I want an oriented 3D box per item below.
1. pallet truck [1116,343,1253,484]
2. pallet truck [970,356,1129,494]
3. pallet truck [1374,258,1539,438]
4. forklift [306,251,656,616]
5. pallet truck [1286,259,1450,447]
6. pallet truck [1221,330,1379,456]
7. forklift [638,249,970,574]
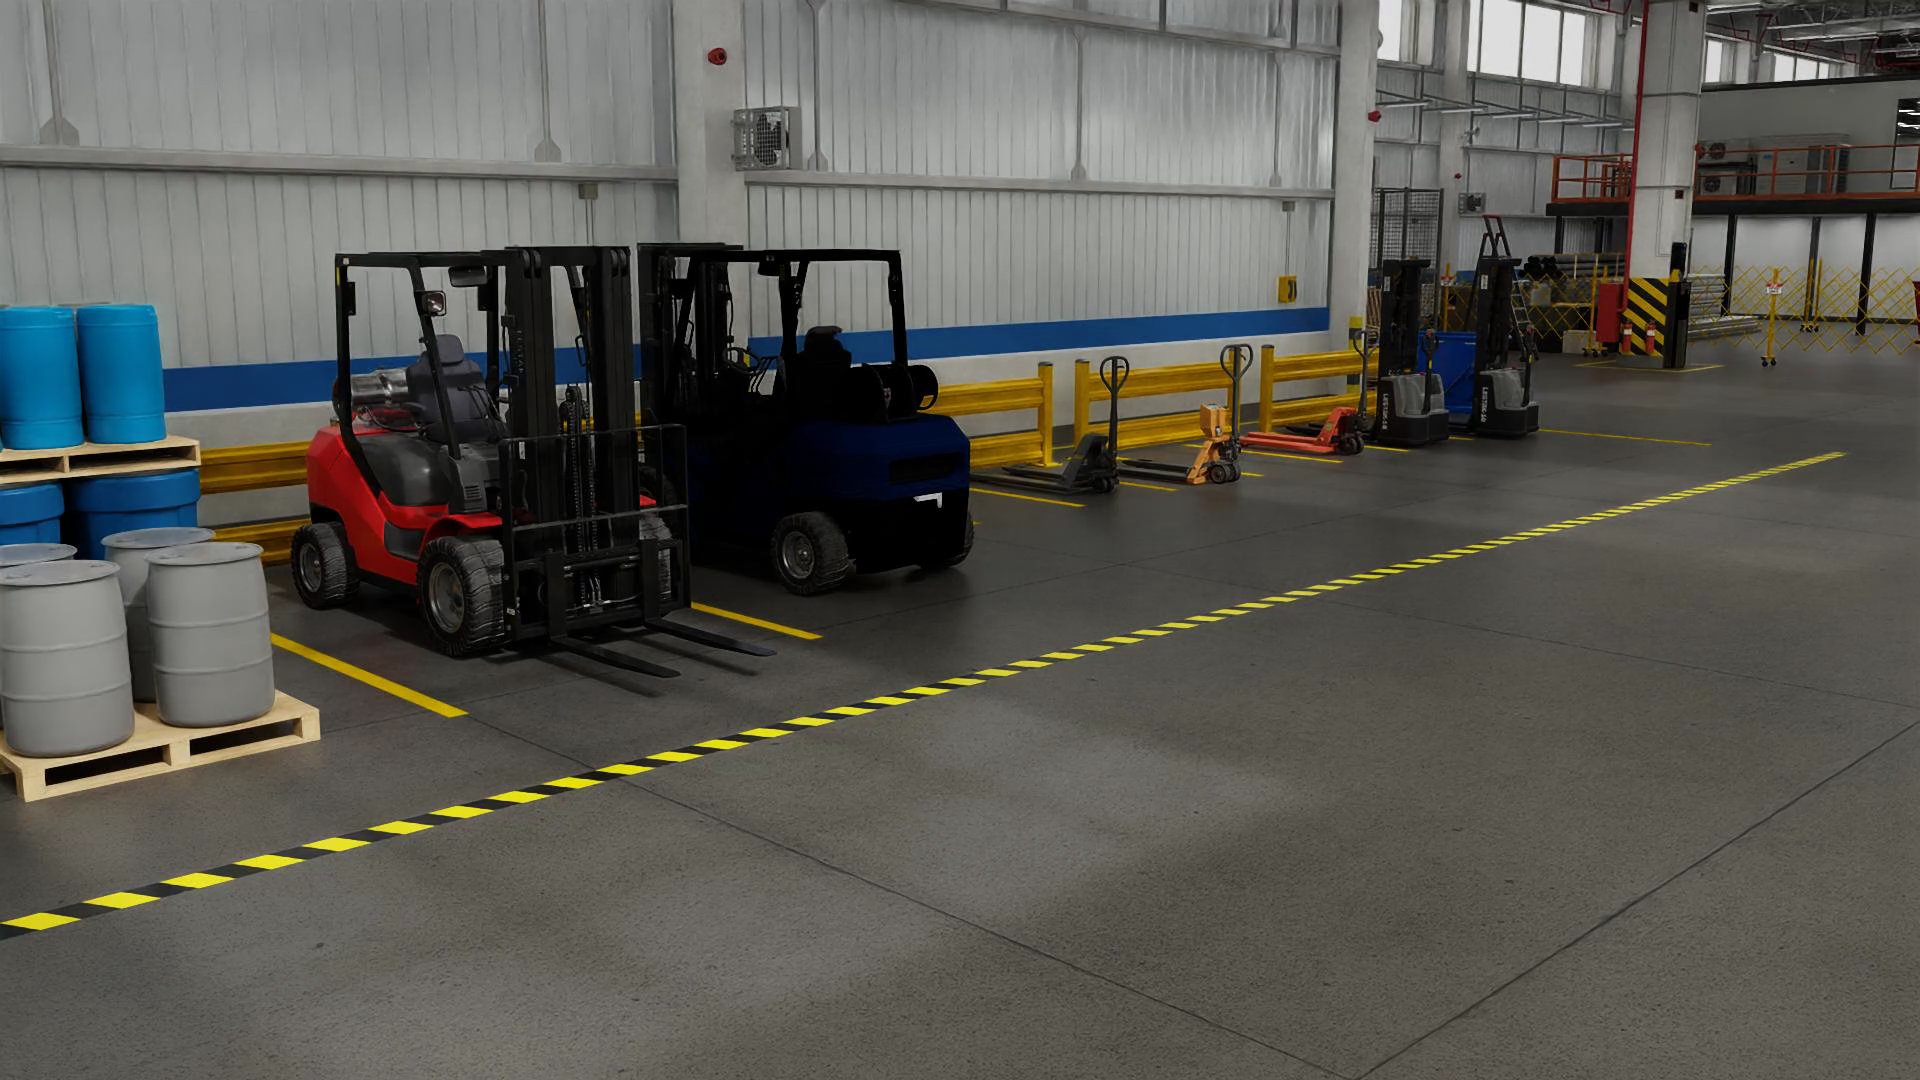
[{"bbox_3d":[1.962,-1.215,15.415,1.522,1.261,0.704,10,14,43],"label":"pallet truck"},{"bbox_3d":[0.784,-1.085,14.876,0.680,1.201,1.601,-10,14,-44],"label":"pallet truck"},{"bbox_3d":[5.704,-2.208,18.901,1.885,1.965,0.823,10,14,43],"label":"pallet truck"},{"bbox_3d":[-2.833,-0.669,9.694,1.157,1.987,2.680,-10,14,-44],"label":"forklift"},{"bbox_3d":[4.493,-2.078,18.196,0.823,1.965,1.885,-9,14,-40],"label":"pallet truck"},{"bbox_3d":[3.563,-1.581,17.381,0.653,1.274,1.630,-10,14,-44],"label":"pallet truck"},{"bbox_3d":[-1.173,-0.958,11.239,2.680,1.987,1.157,10,14,43],"label":"forklift"}]
